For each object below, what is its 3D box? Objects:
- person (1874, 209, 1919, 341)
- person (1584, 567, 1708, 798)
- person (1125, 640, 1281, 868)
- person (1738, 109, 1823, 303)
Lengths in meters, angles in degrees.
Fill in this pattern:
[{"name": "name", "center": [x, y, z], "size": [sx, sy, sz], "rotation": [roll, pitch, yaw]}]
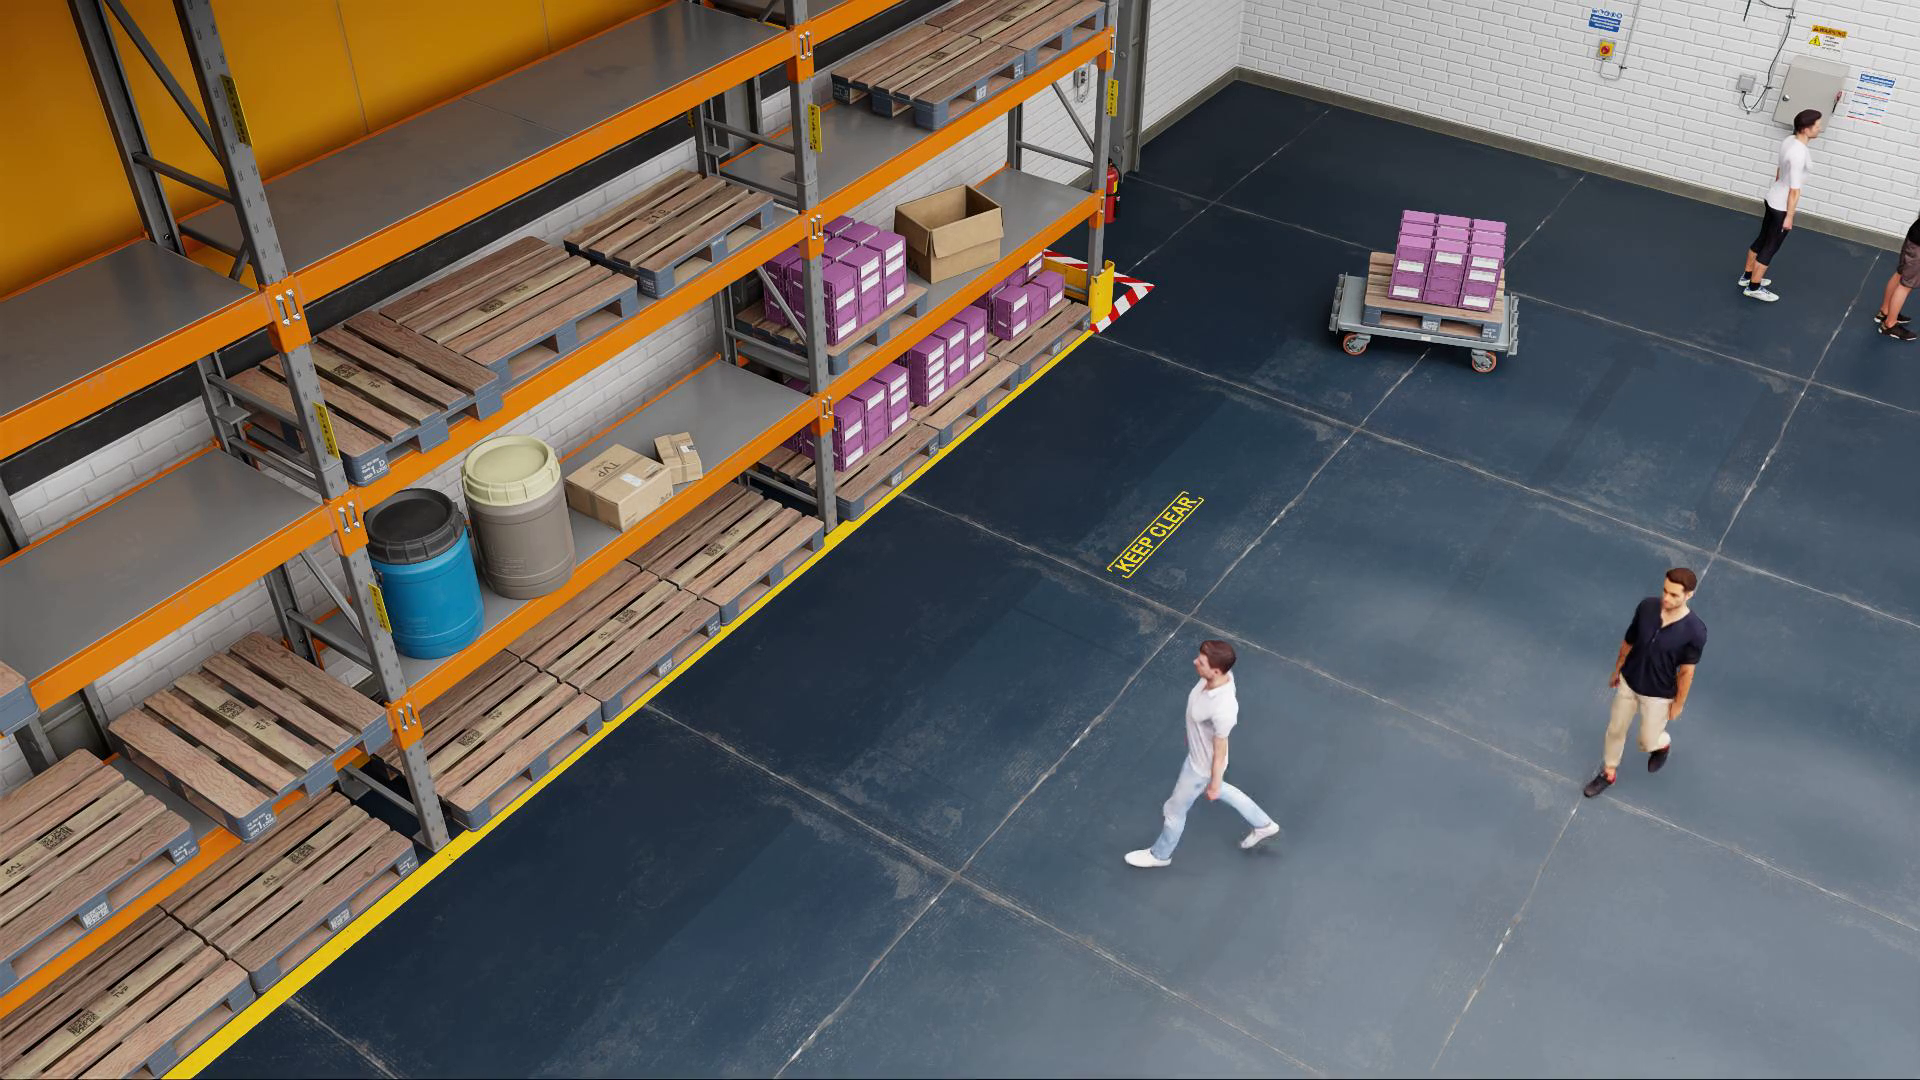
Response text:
[{"name": "person", "center": [8.701, -2.729, 15.015], "size": [0.799, 1.862, 0.636], "rotation": [11, 40, 13]}, {"name": "person", "center": [4.399, 0.882, 10.507], "size": [0.952, 1.844, 0.779], "rotation": [-27, 46, -29]}, {"name": "person", "center": [1.563, 1.313, 9.989], "size": [1.113, 1.816, 1.218], "rotation": [3, 39, 4]}, {"name": "person", "center": [7.678, -3.152, 15.552], "size": [0.807, 1.852, 0.668], "rotation": [6, 39, 7]}]
